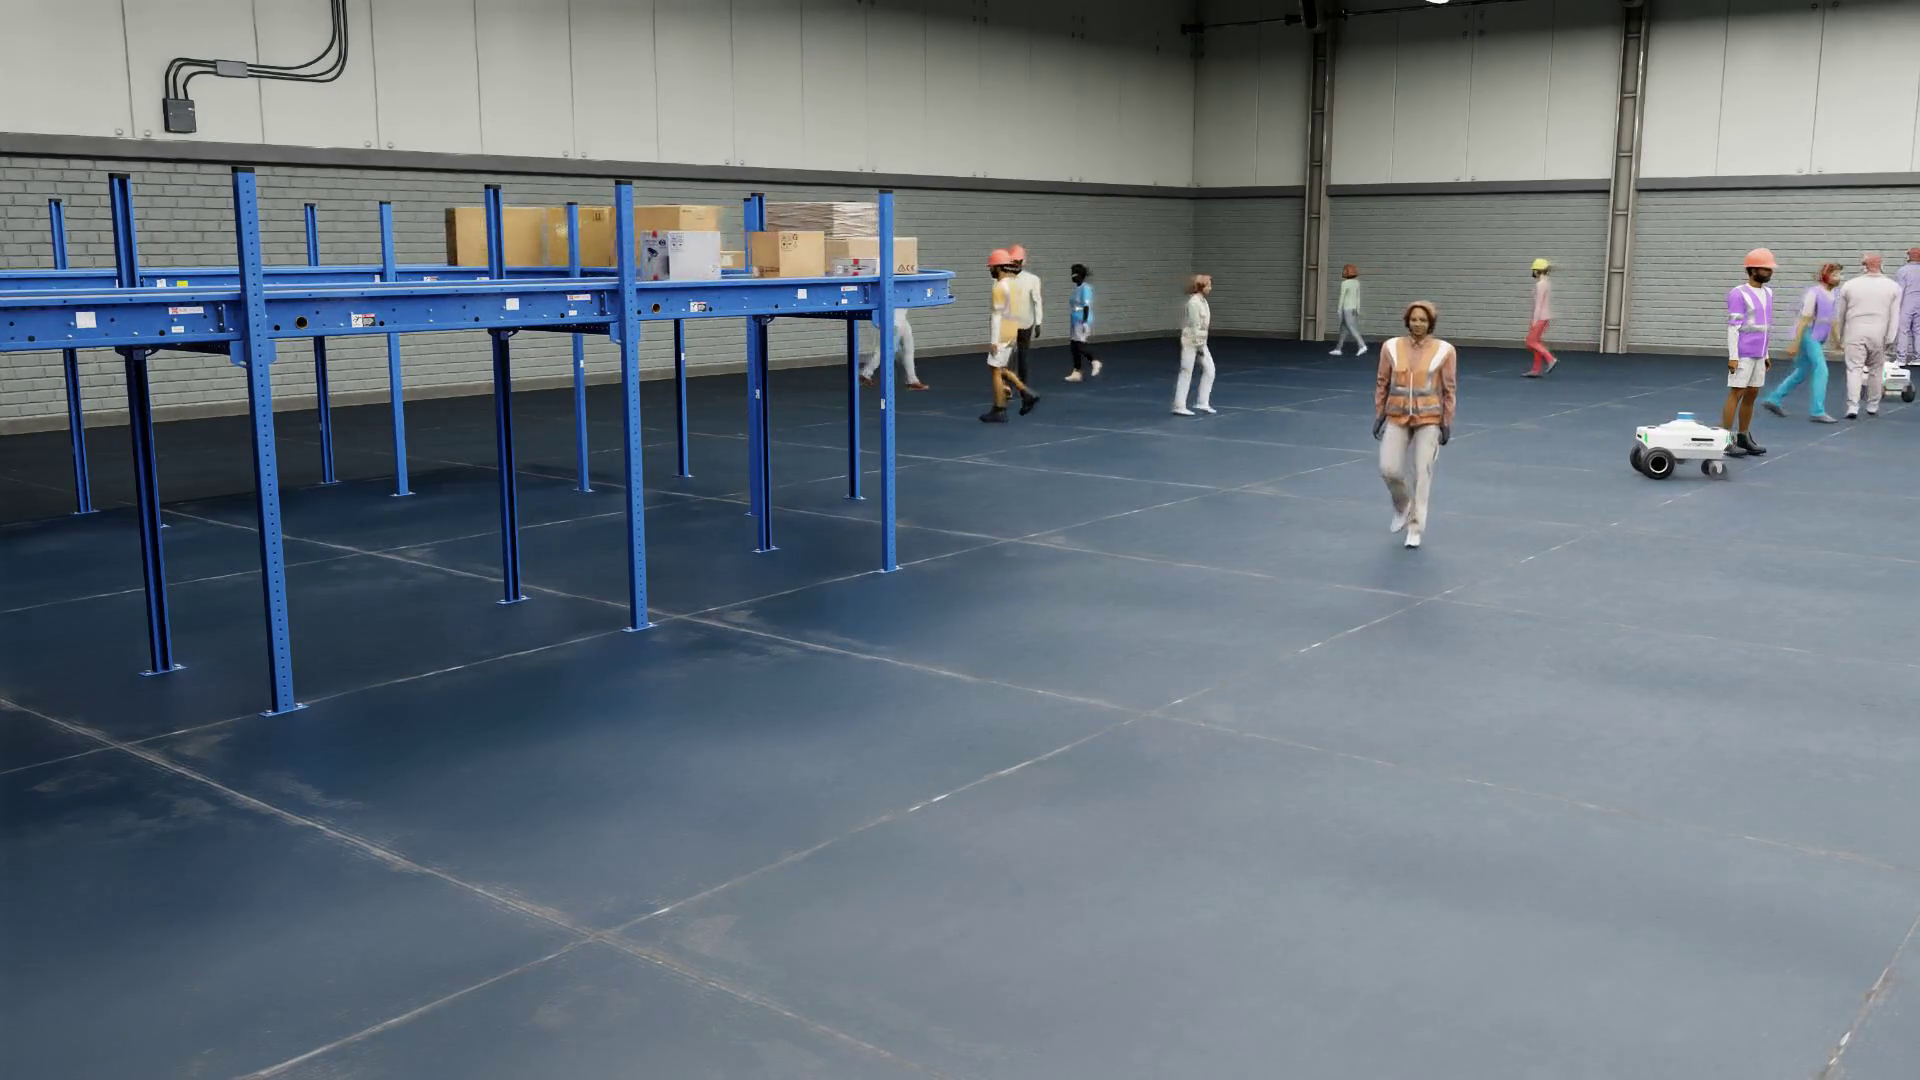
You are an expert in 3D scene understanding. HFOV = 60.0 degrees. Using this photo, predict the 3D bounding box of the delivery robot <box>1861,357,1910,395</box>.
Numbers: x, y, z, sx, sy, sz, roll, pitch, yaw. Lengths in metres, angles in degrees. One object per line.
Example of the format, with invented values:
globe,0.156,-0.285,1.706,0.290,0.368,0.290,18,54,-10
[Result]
delivery robot,11.742,-2.085,21.129,0.477,0.478,0.707,1,10,3

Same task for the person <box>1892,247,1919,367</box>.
person,15.172,-3.718,26.575,0.648,1.904,0.401,-2,10,-9

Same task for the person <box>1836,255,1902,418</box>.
person,10.377,-2.332,19.056,0.633,1.852,0.957,4,11,22

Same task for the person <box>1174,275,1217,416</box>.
person,2.751,-2.236,19.164,0.590,1.620,0.529,5,12,27

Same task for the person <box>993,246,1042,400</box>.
person,0.725,-2.773,21.260,0.641,1.934,1.057,1,10,4

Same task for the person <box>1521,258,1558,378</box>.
person,8.535,-3.254,24.433,0.443,1.748,0.536,5,11,25

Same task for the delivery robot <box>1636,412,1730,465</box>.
delivery robot,6.220,-0.856,14.317,0.707,0.478,0.477,2,10,10

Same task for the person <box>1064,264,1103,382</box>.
person,1.751,-3.109,23.815,0.431,1.679,0.544,-3,11,-18

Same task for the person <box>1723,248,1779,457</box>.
person,7.445,-1.760,15.637,0.552,1.935,0.364,-6,12,-29

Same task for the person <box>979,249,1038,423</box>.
person,0.515,-2.264,18.486,0.547,1.924,0.545,4,11,20

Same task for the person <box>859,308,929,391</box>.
person,-0.934,-2.951,22.398,0.941,1.894,0.673,1,10,4

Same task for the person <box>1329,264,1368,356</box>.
person,6.849,-4.033,29.162,0.508,1.597,0.810,-10,14,-44

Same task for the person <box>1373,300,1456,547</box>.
person,3.007,-0.774,11.017,0.540,1.624,0.388,5,11,26

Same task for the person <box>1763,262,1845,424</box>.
person,9.497,-2.233,18.696,0.576,1.793,0.861,-9,14,-42
